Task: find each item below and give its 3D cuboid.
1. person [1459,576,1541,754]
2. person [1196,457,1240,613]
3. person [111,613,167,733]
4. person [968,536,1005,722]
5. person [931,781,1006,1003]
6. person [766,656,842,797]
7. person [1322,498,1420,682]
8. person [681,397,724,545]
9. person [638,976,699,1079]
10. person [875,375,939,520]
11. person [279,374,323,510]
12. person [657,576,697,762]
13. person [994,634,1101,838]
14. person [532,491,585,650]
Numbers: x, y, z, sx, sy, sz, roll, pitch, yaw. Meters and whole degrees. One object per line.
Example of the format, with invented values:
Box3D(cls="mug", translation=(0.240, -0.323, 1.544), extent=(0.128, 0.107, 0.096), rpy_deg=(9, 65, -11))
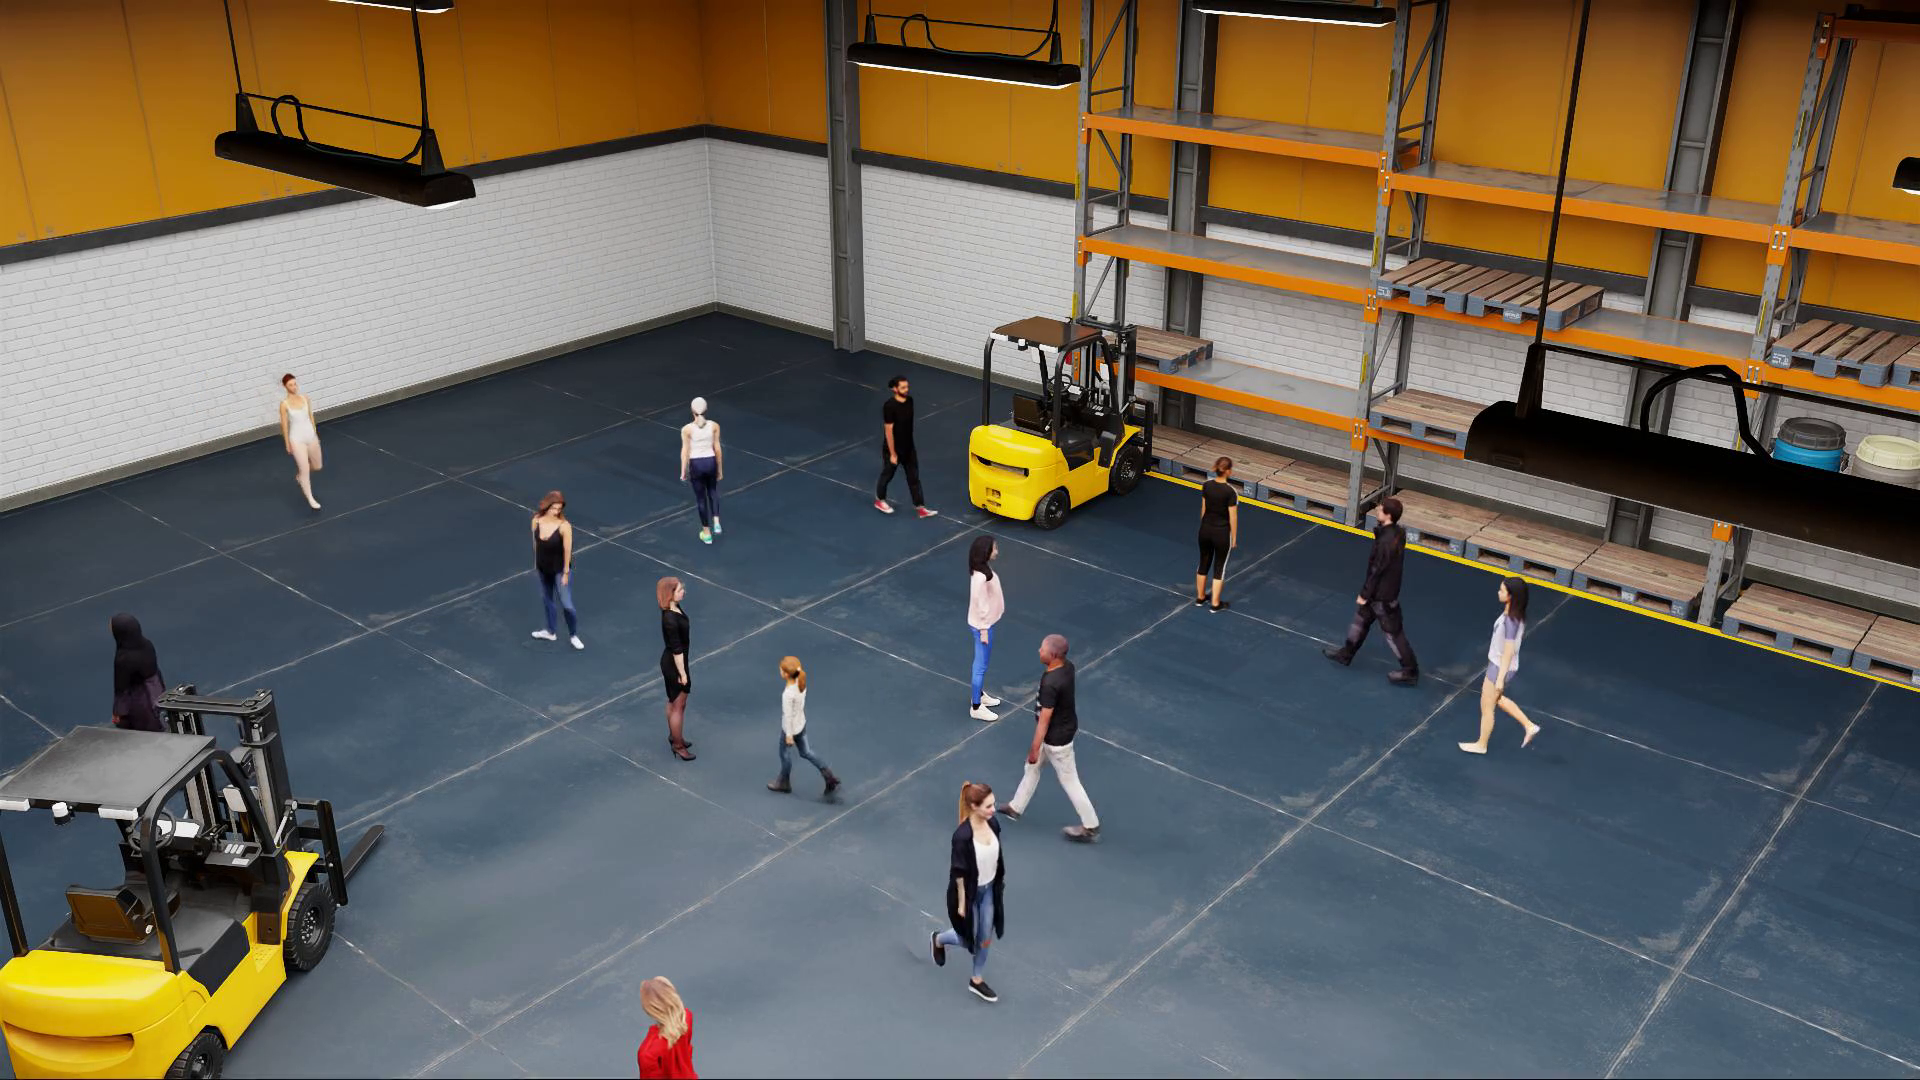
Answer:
Box3D(cls="person", translation=(4.738, 1.111, 14.300), extent=(0.975, 1.718, 0.800), rpy_deg=(7, 25, 16))
Box3D(cls="person", translation=(2.623, -0.069, 17.061), extent=(0.472, 1.669, 0.648), rpy_deg=(21, 31, 39))
Box3D(cls="person", translation=(-6.766, 1.348, 13.896), extent=(1.163, 1.607, 1.024), rpy_deg=(1, 24, 3))
Box3D(cls="person", translation=(0.206, 0.766, 15.027), extent=(0.747, 1.768, 0.731), rpy_deg=(2, 24, 4))
Box3D(cls="person", translation=(0.036, 2.387, 11.446), extent=(0.674, 1.666, 0.867), rpy_deg=(-21, 31, -39))
Box3D(cls="person", translation=(-1.301, 1.574, 13.770), extent=(0.955, 1.295, 0.675), rpy_deg=(9, 25, 20))
Box3D(cls="person", translation=(4.053, 0.514, 15.571), extent=(1.279, 1.795, 1.019), rpy_deg=(7, 25, 16))
Box3D(cls="person", translation=(-2.846, -0.746, 18.583), extent=(0.697, 1.691, 0.709), rpy_deg=(-12, 26, -25))
Box3D(cls="person", translation=(-1.647, 3.210, 9.514), extent=(0.608, 1.707, 0.668), rpy_deg=(10, 25, 21))
Box3D(cls="person", translation=(-0.778, -1.075, 19.313), extent=(1.132, 1.710, 0.665), rpy_deg=(20, 31, 38))
Box3D(cls="person", translation=(-7.820, -1.188, 19.670), extent=(0.791, 1.630, 0.567), rpy_deg=(17, 29, 34))
Box3D(cls="person", translation=(-2.458, 1.095, 14.352), extent=(0.716, 1.706, 0.617), rpy_deg=(-6, 24, -13))
Box3D(cls="person", translation=(0.839, 1.603, 13.137), extent=(1.310, 1.748, 1.009), rpy_deg=(7, 25, 15))
Box3D(cls="person", translation=(-4.013, 0.259, 16.286), extent=(0.620, 1.690, 0.909), rpy_deg=(16, 28, 32))
